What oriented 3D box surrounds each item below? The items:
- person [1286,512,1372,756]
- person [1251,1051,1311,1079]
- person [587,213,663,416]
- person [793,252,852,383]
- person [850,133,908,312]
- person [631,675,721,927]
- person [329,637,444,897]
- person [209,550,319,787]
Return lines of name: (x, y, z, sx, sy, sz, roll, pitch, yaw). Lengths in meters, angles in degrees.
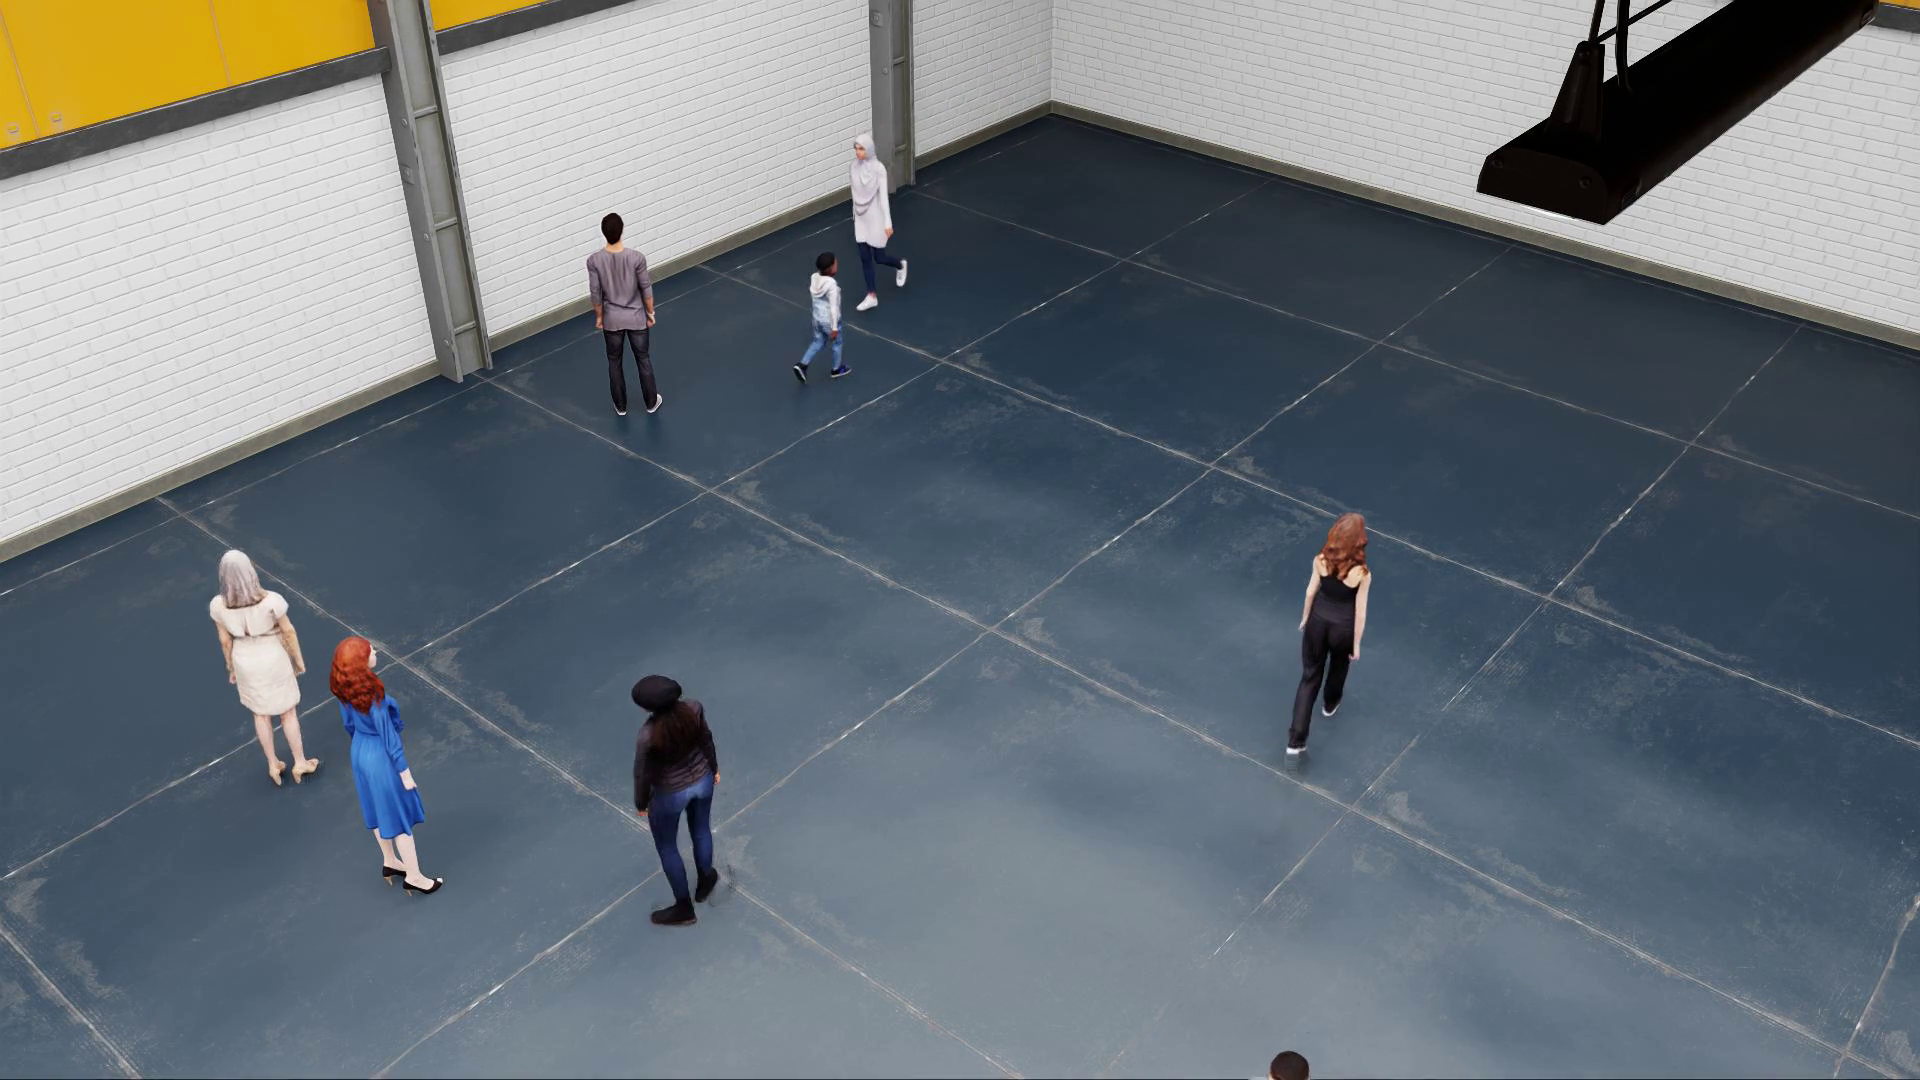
person: (2.343, 0.625, 10.671, 0.746, 1.709, 1.166, 16, 37, 23)
person: (1.393, 2.826, 7.321, 0.605, 1.753, 0.622, 24, 41, 32)
person: (-2.910, -1.949, 14.414, 0.725, 1.854, 0.796, -4, 34, -6)
person: (-1.256, -1.992, 15.028, 0.567, 1.244, 0.836, 28, 43, 35)
person: (-0.820, -3.140, 16.292, 0.633, 1.758, 0.923, 23, 40, 30)
person: (-1.553, 1.414, 9.456, 0.592, 1.740, 0.828, -14, 36, -20)
person: (-3.317, 1.311, 9.532, 0.596, 1.829, 0.551, 25, 41, 32)
person: (-4.338, 0.810, 10.369, 0.666, 1.735, 0.745, -3, 34, -4)
